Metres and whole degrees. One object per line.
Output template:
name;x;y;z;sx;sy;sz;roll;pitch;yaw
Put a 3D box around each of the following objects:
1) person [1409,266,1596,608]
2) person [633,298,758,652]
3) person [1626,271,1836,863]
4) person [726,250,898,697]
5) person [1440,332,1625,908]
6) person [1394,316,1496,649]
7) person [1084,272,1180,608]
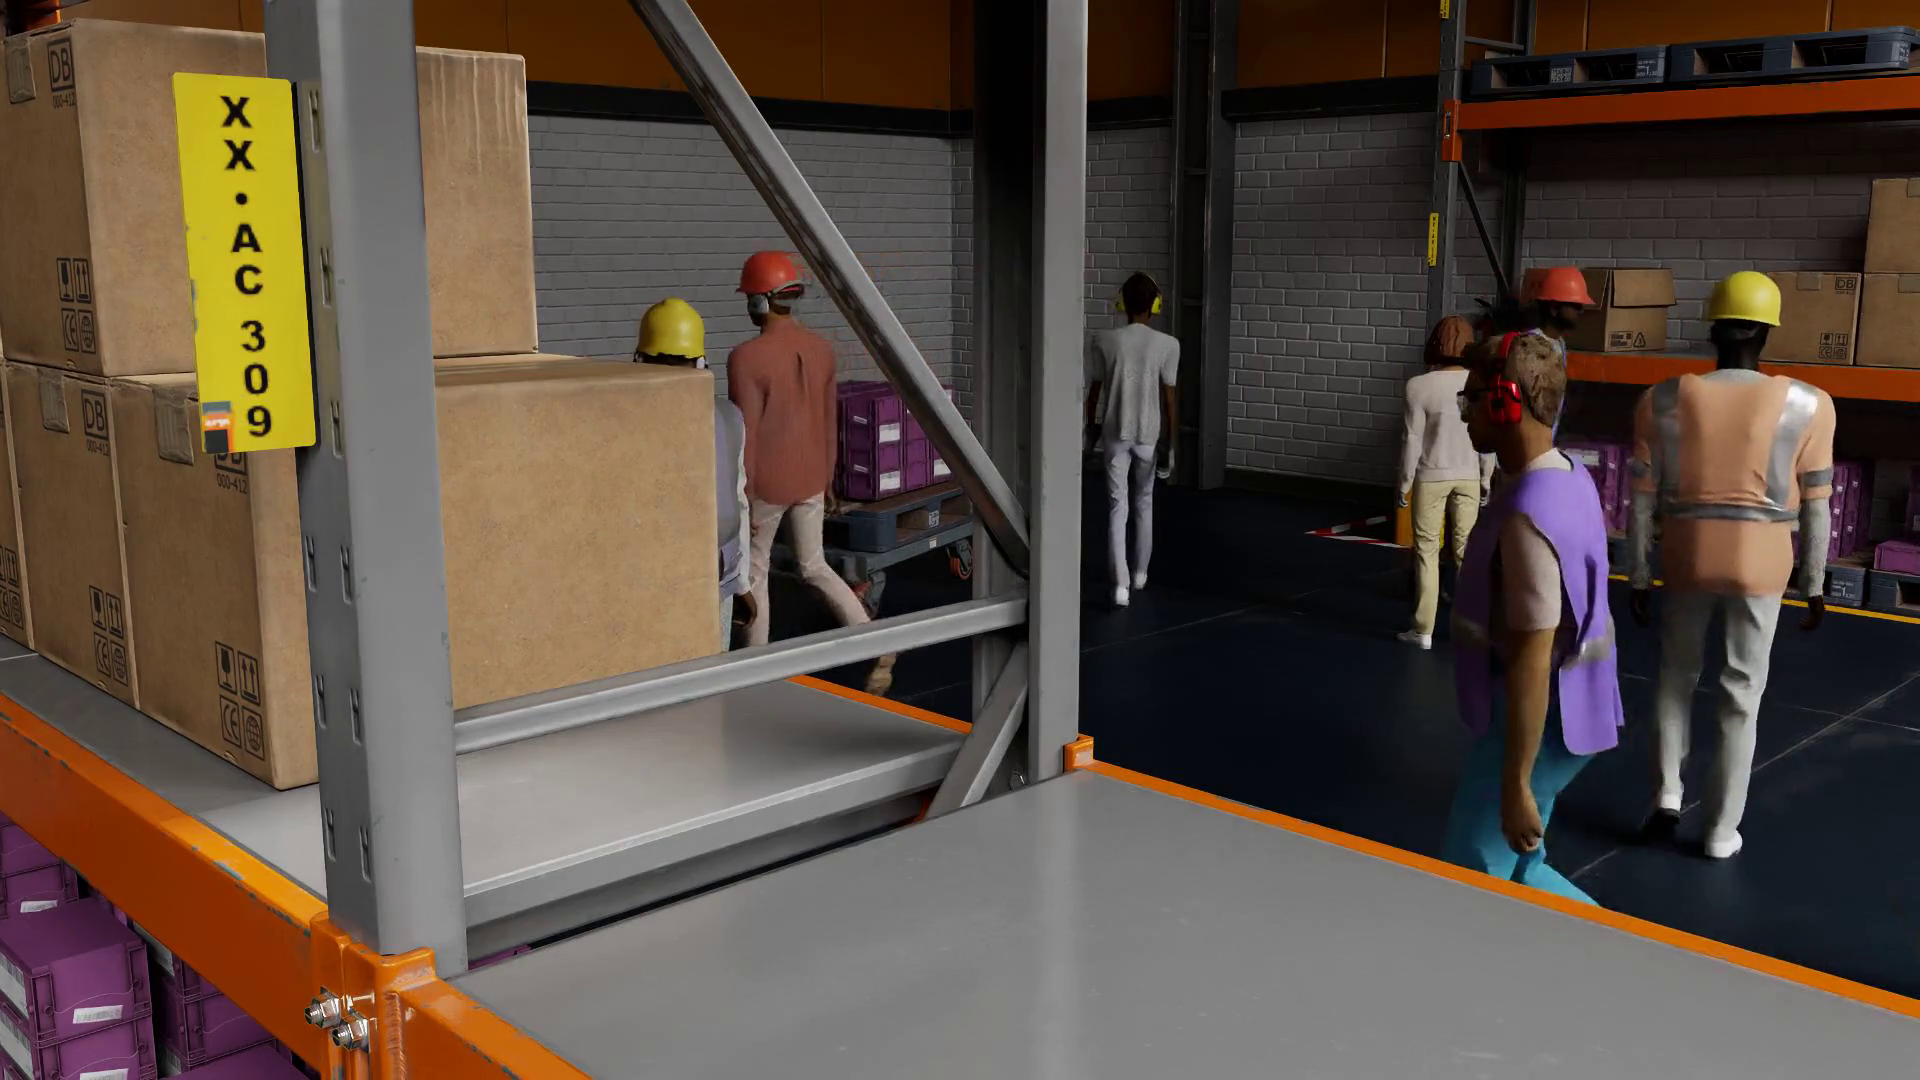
person;2.876;-0.495;8.723;1.030;1.884;0.559;7;12;32
person;-0.911;0.145;5.330;0.600;1.827;0.403;-8;13;-38
person;2.480;0.094;5.401;0.599;1.911;0.428;6;12;32
person;-0.696;-0.246;7.108;0.871;1.966;0.627;9;13;39
person;1.322;0.449;3.709;0.690;1.819;0.564;5;11;24
person;2.379;-0.276;8.159;0.507;1.632;0.273;-2;11;-11
person;0.947;-0.561;9.211;0.513;1.828;0.975;1;10;3
